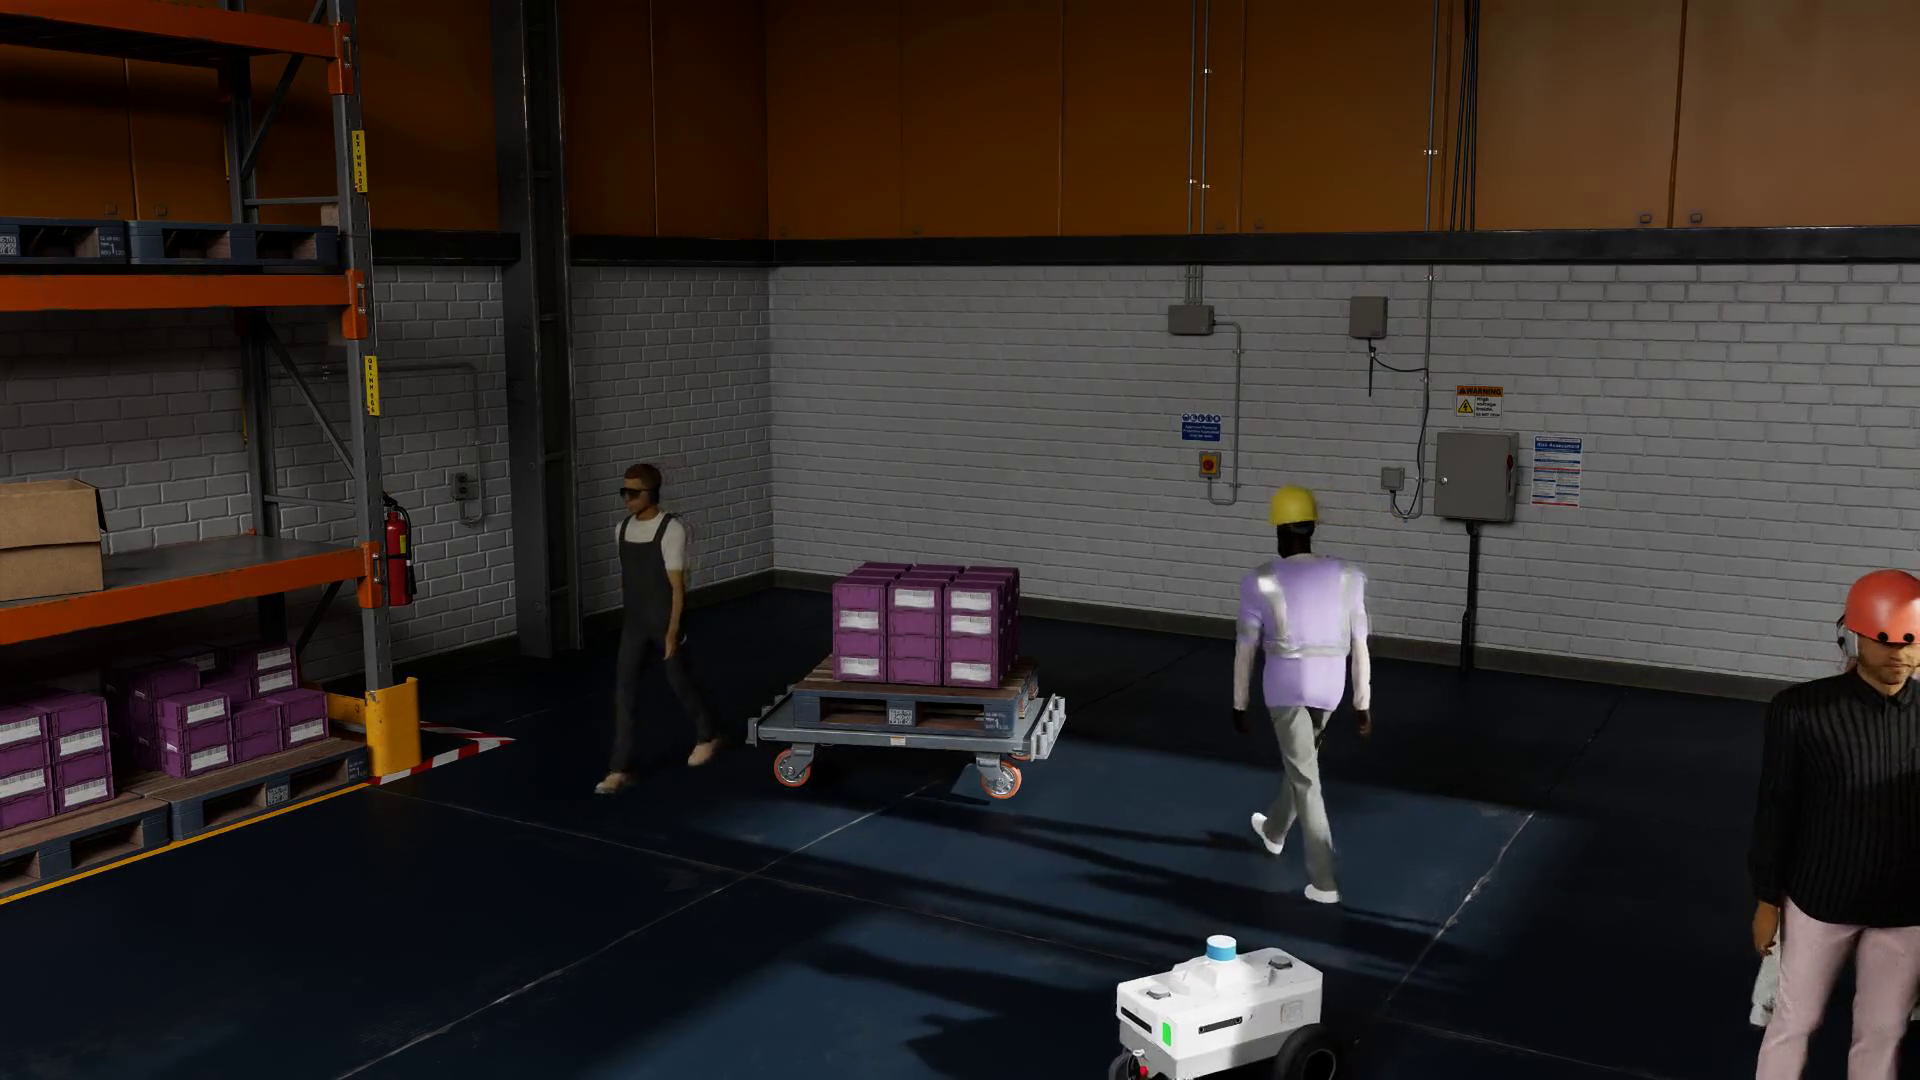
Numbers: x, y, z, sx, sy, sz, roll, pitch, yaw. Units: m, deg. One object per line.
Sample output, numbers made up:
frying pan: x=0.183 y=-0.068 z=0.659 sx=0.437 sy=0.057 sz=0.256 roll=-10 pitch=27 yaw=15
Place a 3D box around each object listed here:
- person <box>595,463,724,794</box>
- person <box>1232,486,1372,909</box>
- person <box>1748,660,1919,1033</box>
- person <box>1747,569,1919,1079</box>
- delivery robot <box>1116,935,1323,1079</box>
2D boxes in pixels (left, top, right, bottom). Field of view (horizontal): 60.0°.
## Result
person: x=-1.693 y=0.453 z=9.331 sx=0.509 sy=1.812 sz=0.938 roll=4 pitch=10 yaw=25
person: x=1.563 y=0.687 z=7.694 sx=0.597 sy=1.859 sz=1.041 roll=-2 pitch=9 yaw=-14
person: x=3.330 y=1.075 z=6.157 sx=0.878 sy=1.585 sz=0.547 roll=-3 pitch=10 yaw=-18
person: x=2.665 y=1.063 z=4.926 sx=0.622 sy=1.992 sz=0.395 roll=1 pitch=9 yaw=5
delivery robot: x=0.893 y=1.607 z=5.724 sx=0.707 sy=0.478 sz=0.477 roll=-5 pitch=10 yaw=-28
